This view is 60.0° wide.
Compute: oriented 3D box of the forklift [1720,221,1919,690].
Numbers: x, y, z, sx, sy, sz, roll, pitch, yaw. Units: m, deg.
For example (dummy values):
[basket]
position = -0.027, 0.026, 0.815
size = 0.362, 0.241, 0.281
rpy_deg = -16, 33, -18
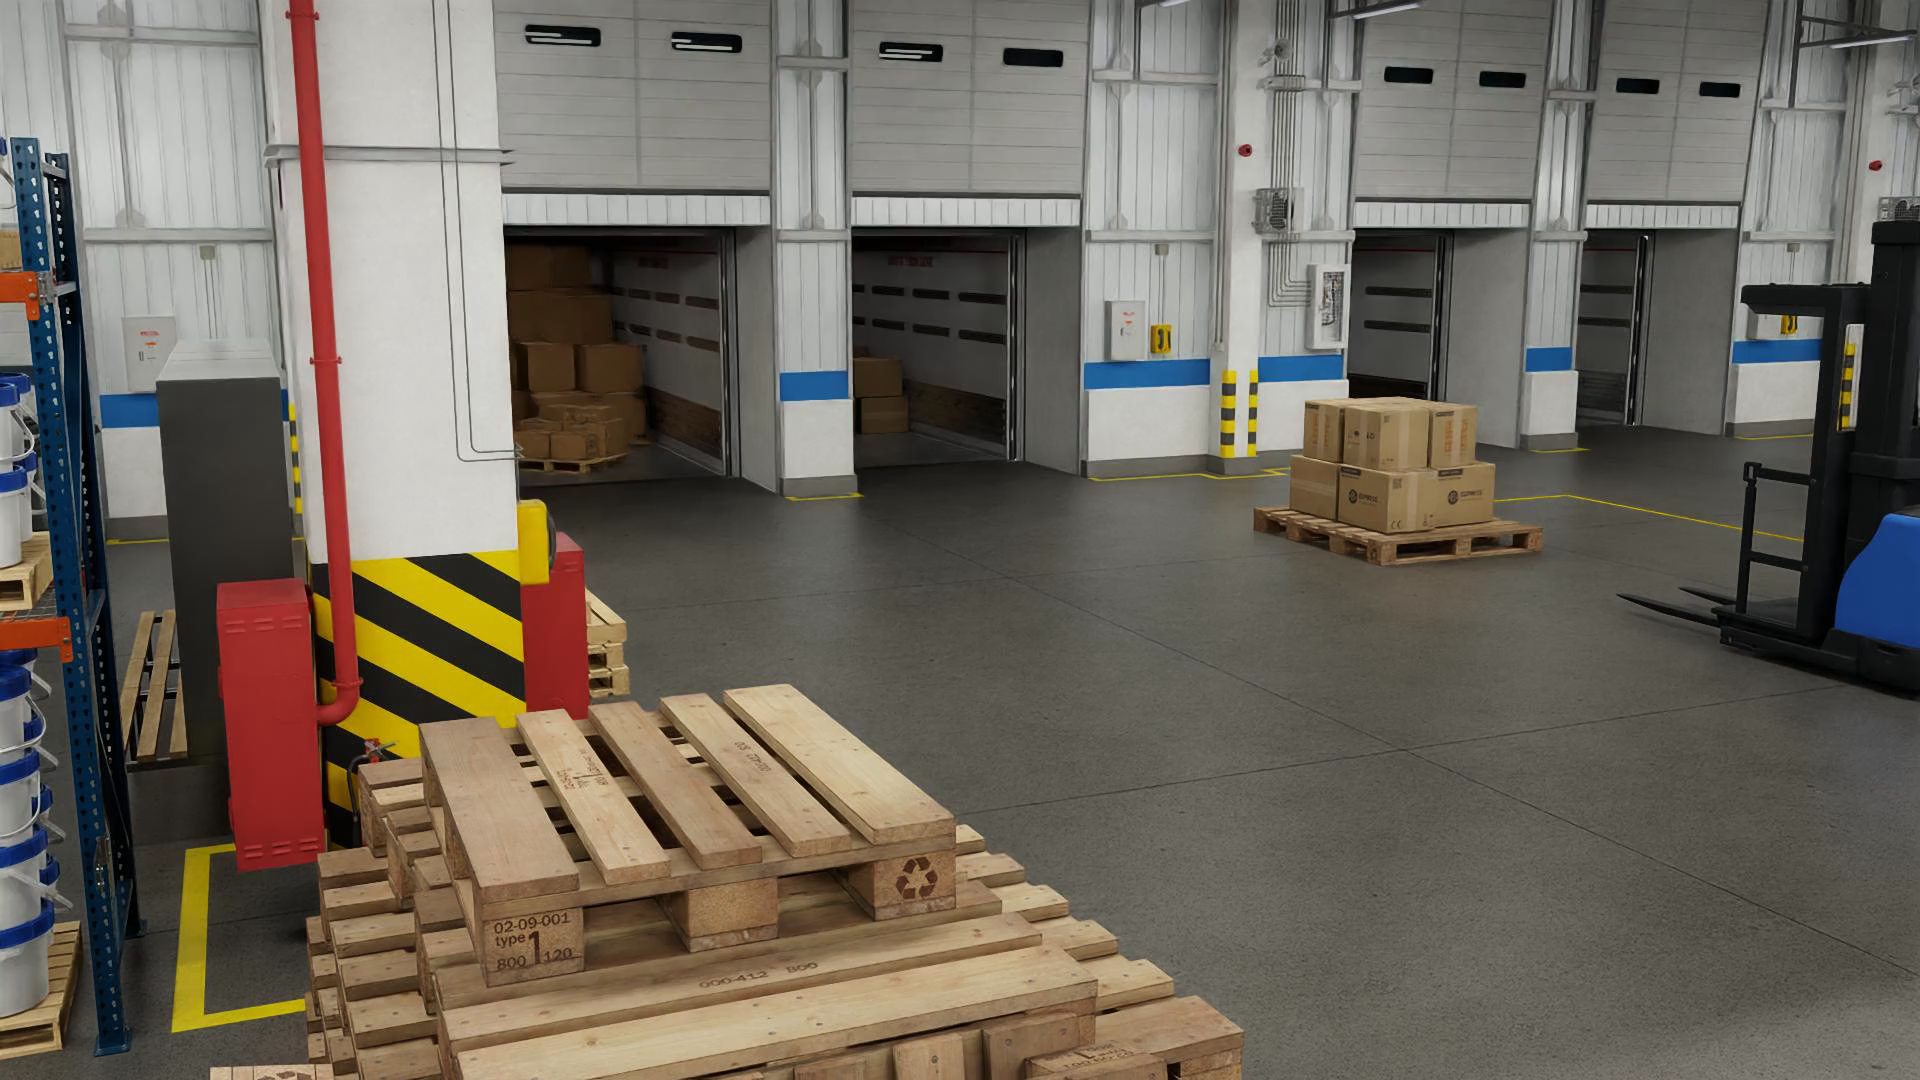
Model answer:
[forklift]
position = 5.949, -0.550, 10.218
size = 1.129, 2.768, 1.873
rpy_deg = -4, 11, -23
